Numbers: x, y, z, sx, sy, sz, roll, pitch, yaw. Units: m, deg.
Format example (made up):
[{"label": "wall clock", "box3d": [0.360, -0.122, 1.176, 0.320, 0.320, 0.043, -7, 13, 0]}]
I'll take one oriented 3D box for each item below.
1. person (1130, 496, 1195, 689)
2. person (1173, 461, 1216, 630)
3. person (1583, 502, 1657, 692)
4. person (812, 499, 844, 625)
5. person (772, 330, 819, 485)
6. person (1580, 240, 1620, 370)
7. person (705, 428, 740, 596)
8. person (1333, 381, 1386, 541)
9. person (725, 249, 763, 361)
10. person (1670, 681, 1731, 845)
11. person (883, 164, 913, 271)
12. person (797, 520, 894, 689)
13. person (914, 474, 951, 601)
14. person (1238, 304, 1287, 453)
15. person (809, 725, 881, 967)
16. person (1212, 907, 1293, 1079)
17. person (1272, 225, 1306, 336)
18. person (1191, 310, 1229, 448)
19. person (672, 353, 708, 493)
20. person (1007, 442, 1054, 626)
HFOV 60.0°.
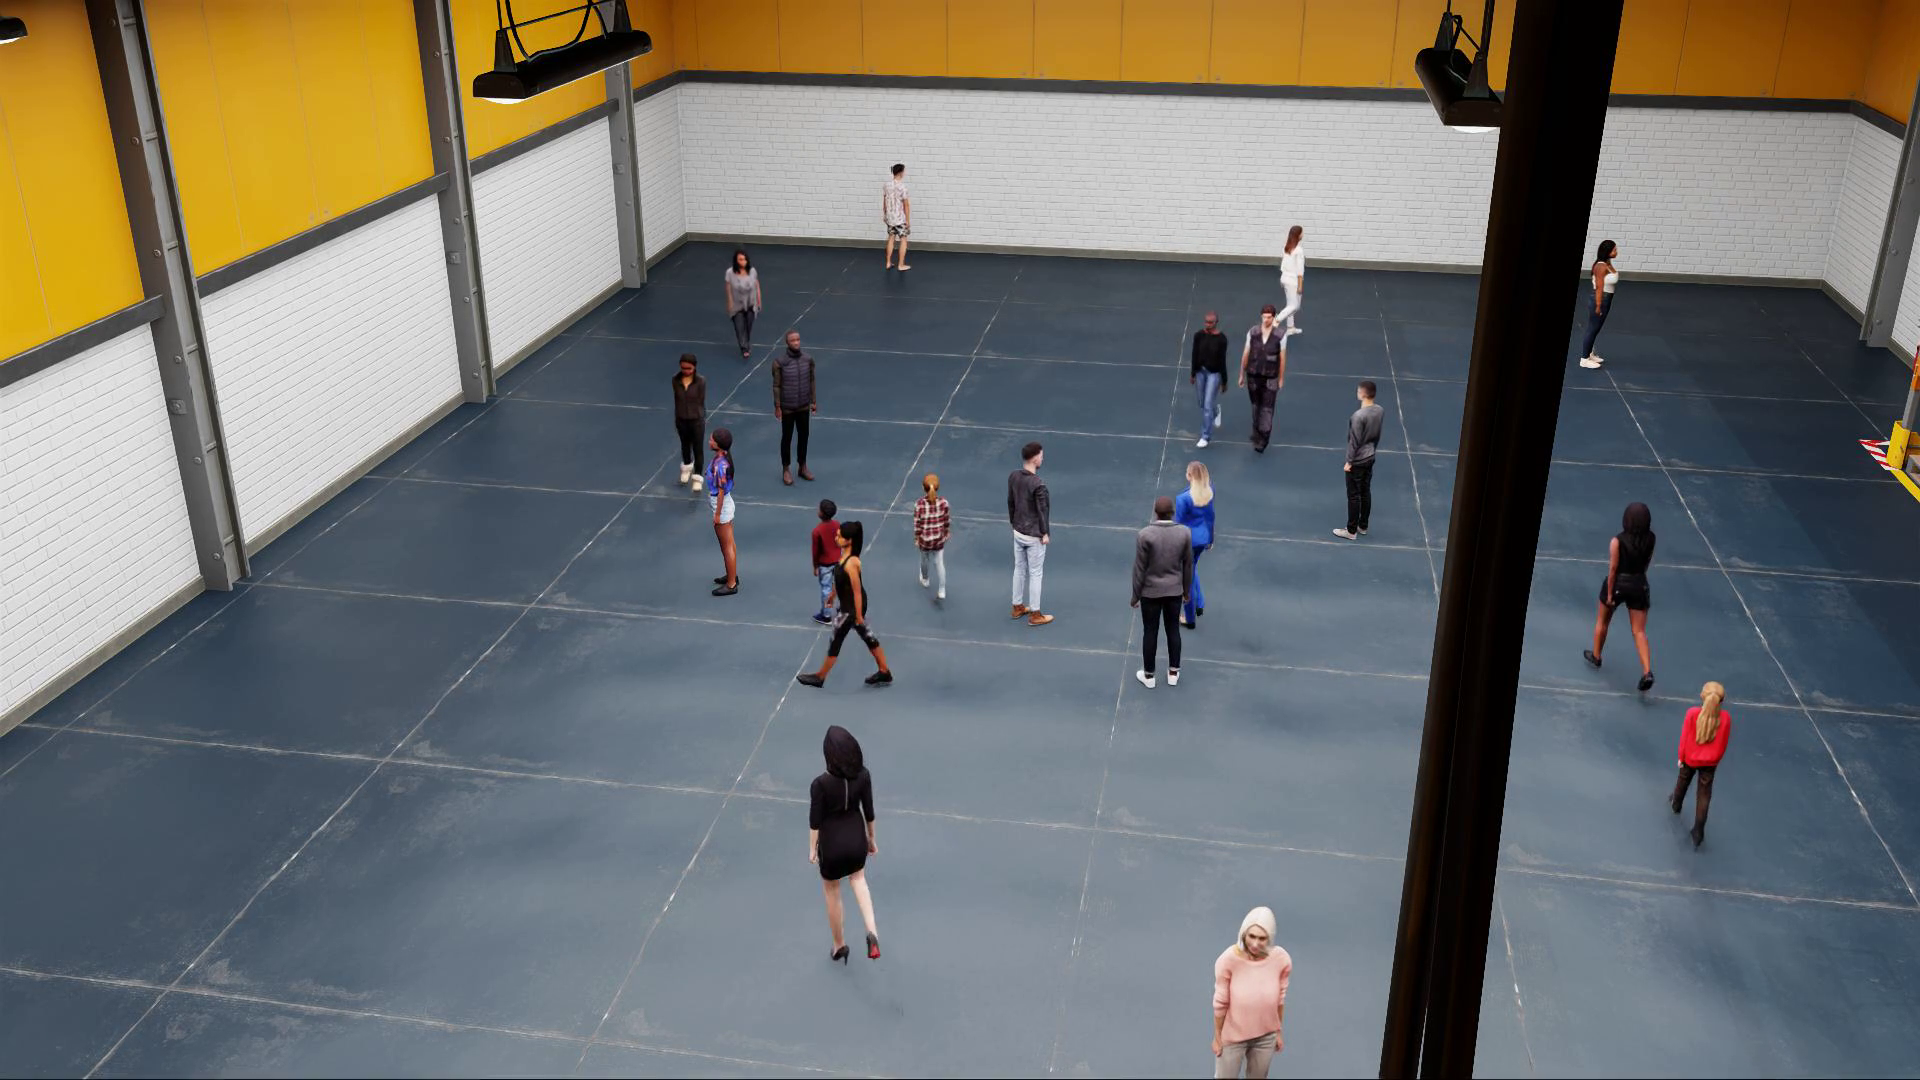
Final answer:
[{"label": "person", "box3d": [1.800, 0.467, 14.793, 0.773, 1.816, 0.693, -3, 24, -6]}, {"label": "person", "box3d": [2.273, 0.080, 15.836, 0.703, 1.691, 0.784, -19, 30, -37]}, {"label": "person", "box3d": [5.986, 0.518, 14.810, 0.813, 1.711, 1.229, -2, 24, -5]}, {"label": "person", "box3d": [-1.252, 0.198, 16.114, 0.582, 1.250, 0.646, -16, 28, -33]}, {"label": "person", "box3d": [-1.932, -1.577, 19.445, 0.776, 1.835, 0.808, -13, 27, -27]}, {"label": "person", "box3d": [9.039, -3.358, 23.551, 0.769, 1.810, 0.640, 12, 26, 25]}, {"label": "person", "box3d": [-2.365, -0.301, 16.642, 0.692, 1.743, 0.527, -1, 24, -3]}, {"label": "person", "box3d": [4.324, -0.872, 17.922, 0.680, 1.764, 0.760, -19, 30, -37]}, {"label": "person", "box3d": [-3.143, -3.424, 24.005, 0.951, 1.568, 1.099, -9, 25, -20]}, {"label": "person", "box3d": [5.651, 1.706, 12.666, 0.554, 1.249, 0.927, 7, 24, 15]}, {"label": "person", "box3d": [-1.110, -5.552, 28.573, 0.825, 1.807, 0.765, 13, 27, 27]}, {"label": "person", "box3d": [-0.866, 0.591, 14.754, 0.855, 1.620, 1.091, -2, 24, -5]}, {"label": "person", "box3d": [-0.260, -0.011, 16.551, 0.750, 1.284, 0.988, -5, 24, -10]}, {"label": "person", "box3d": [3.729, -2.024, 20.500, 0.850, 1.810, 1.191, 11, 26, 23]}, {"label": "person", "box3d": [-0.745, 2.111, 11.062, 0.809, 1.792, 0.877, -12, 27, -26]}, {"label": "person", "box3d": [1.652, 2.813, 9.542, 0.660, 1.724, 0.626, -4, 24, -8]}, {"label": "person", "box3d": [4.898, -3.836, 24.815, 0.940, 1.674, 0.926, -11, 26, -23]}, {"label": "person", "box3d": [3.115, -2.041, 20.650, 0.866, 1.722, 1.086, 12, 26, 26]}, {"label": "person", "box3d": [-3.147, -1.300, 19.070, 0.669, 1.628, 1.122, 2, 24, 5]}, {"label": "person", "box3d": [0.664, -0.063, 15.982, 0.768, 1.835, 0.736, -20, 30, -37]}]
